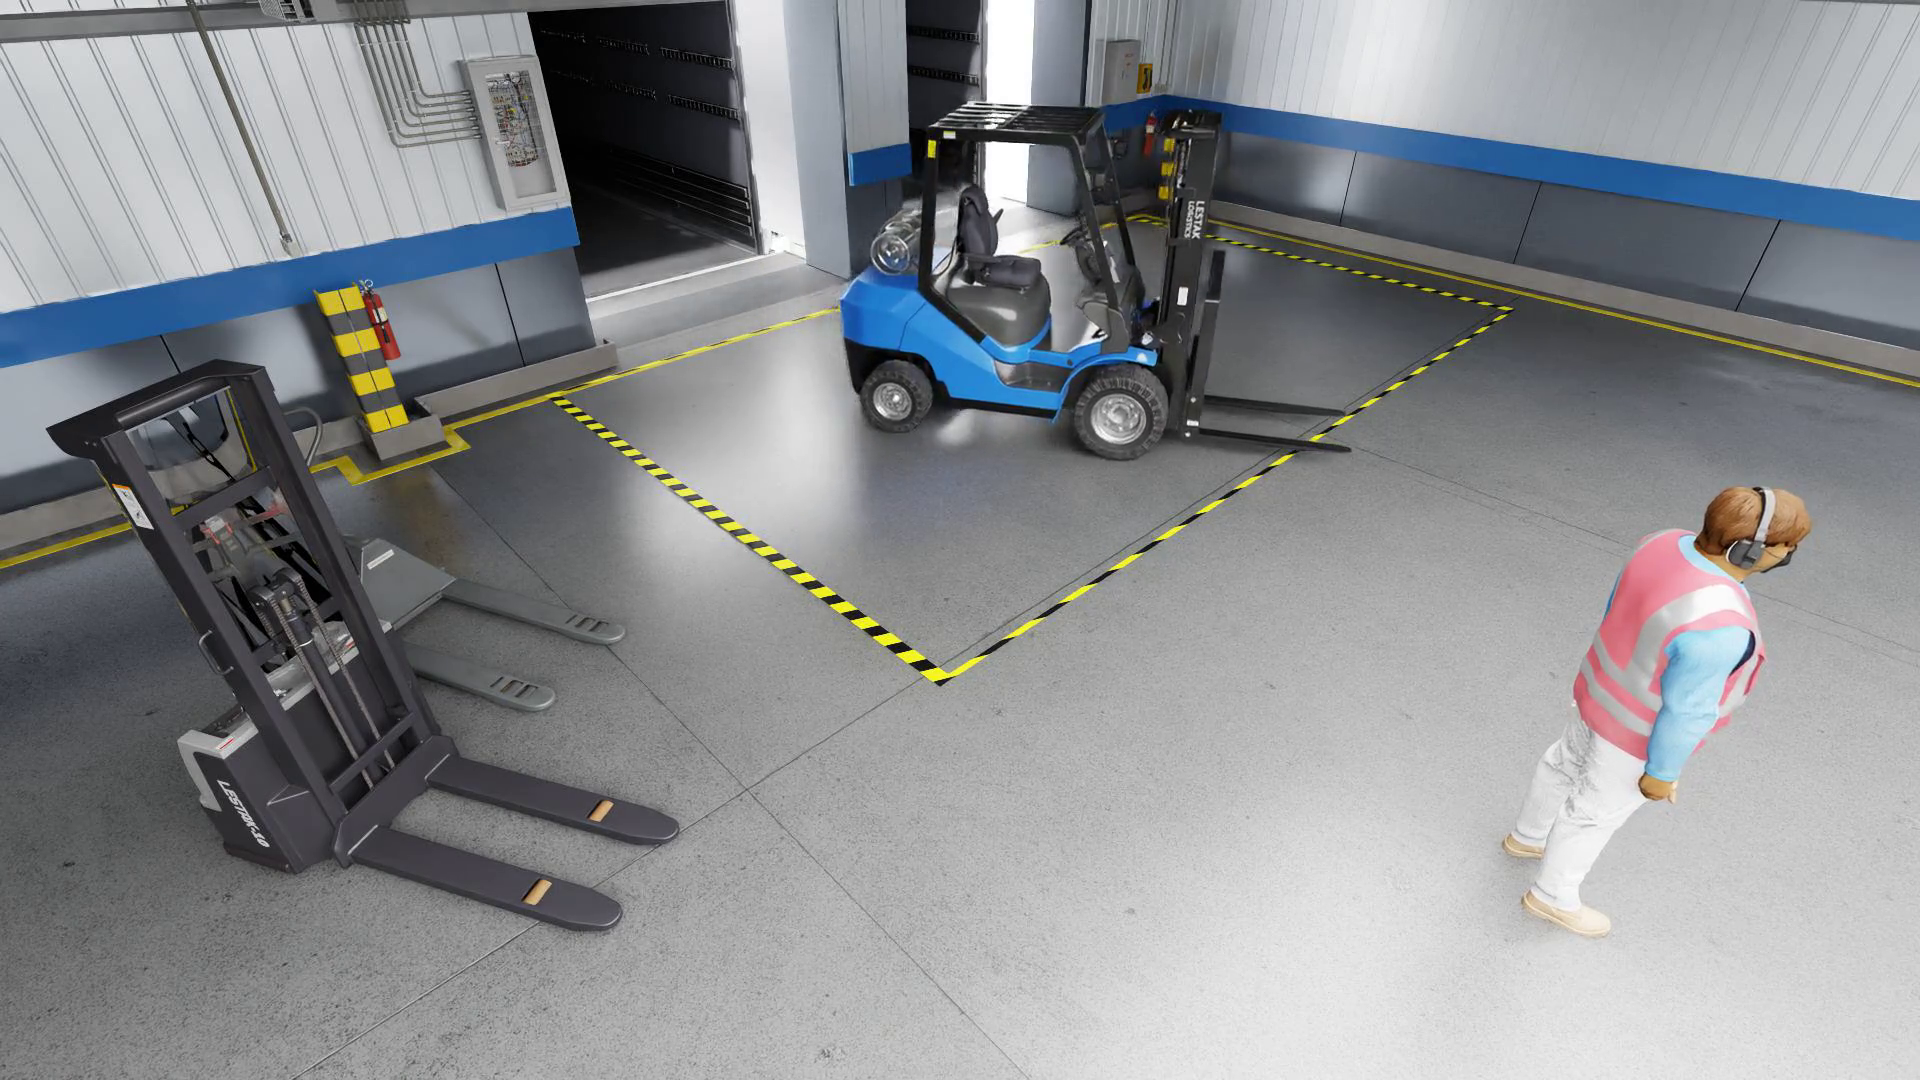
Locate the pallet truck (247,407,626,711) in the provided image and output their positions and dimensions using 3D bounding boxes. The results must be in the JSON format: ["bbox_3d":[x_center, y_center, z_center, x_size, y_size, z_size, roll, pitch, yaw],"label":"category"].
[{"bbox_3d":[-2.628,0.038,4.590,1.601,1.201,0.680,12,36,18],"label":"pallet truck"}]

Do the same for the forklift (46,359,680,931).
[{"bbox_3d":[-2.135,0.422,3.354,1.885,1.965,0.823,10,35,14],"label":"forklift"}]

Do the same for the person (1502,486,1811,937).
[{"bbox_3d":[2.374,0.617,3.204,0.431,1.844,0.623,10,35,14],"label":"person"}]

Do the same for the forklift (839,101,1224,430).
[{"bbox_3d":[0.504,-1.992,6.586,2.680,2.036,1.157,9,35,13],"label":"forklift"}]
